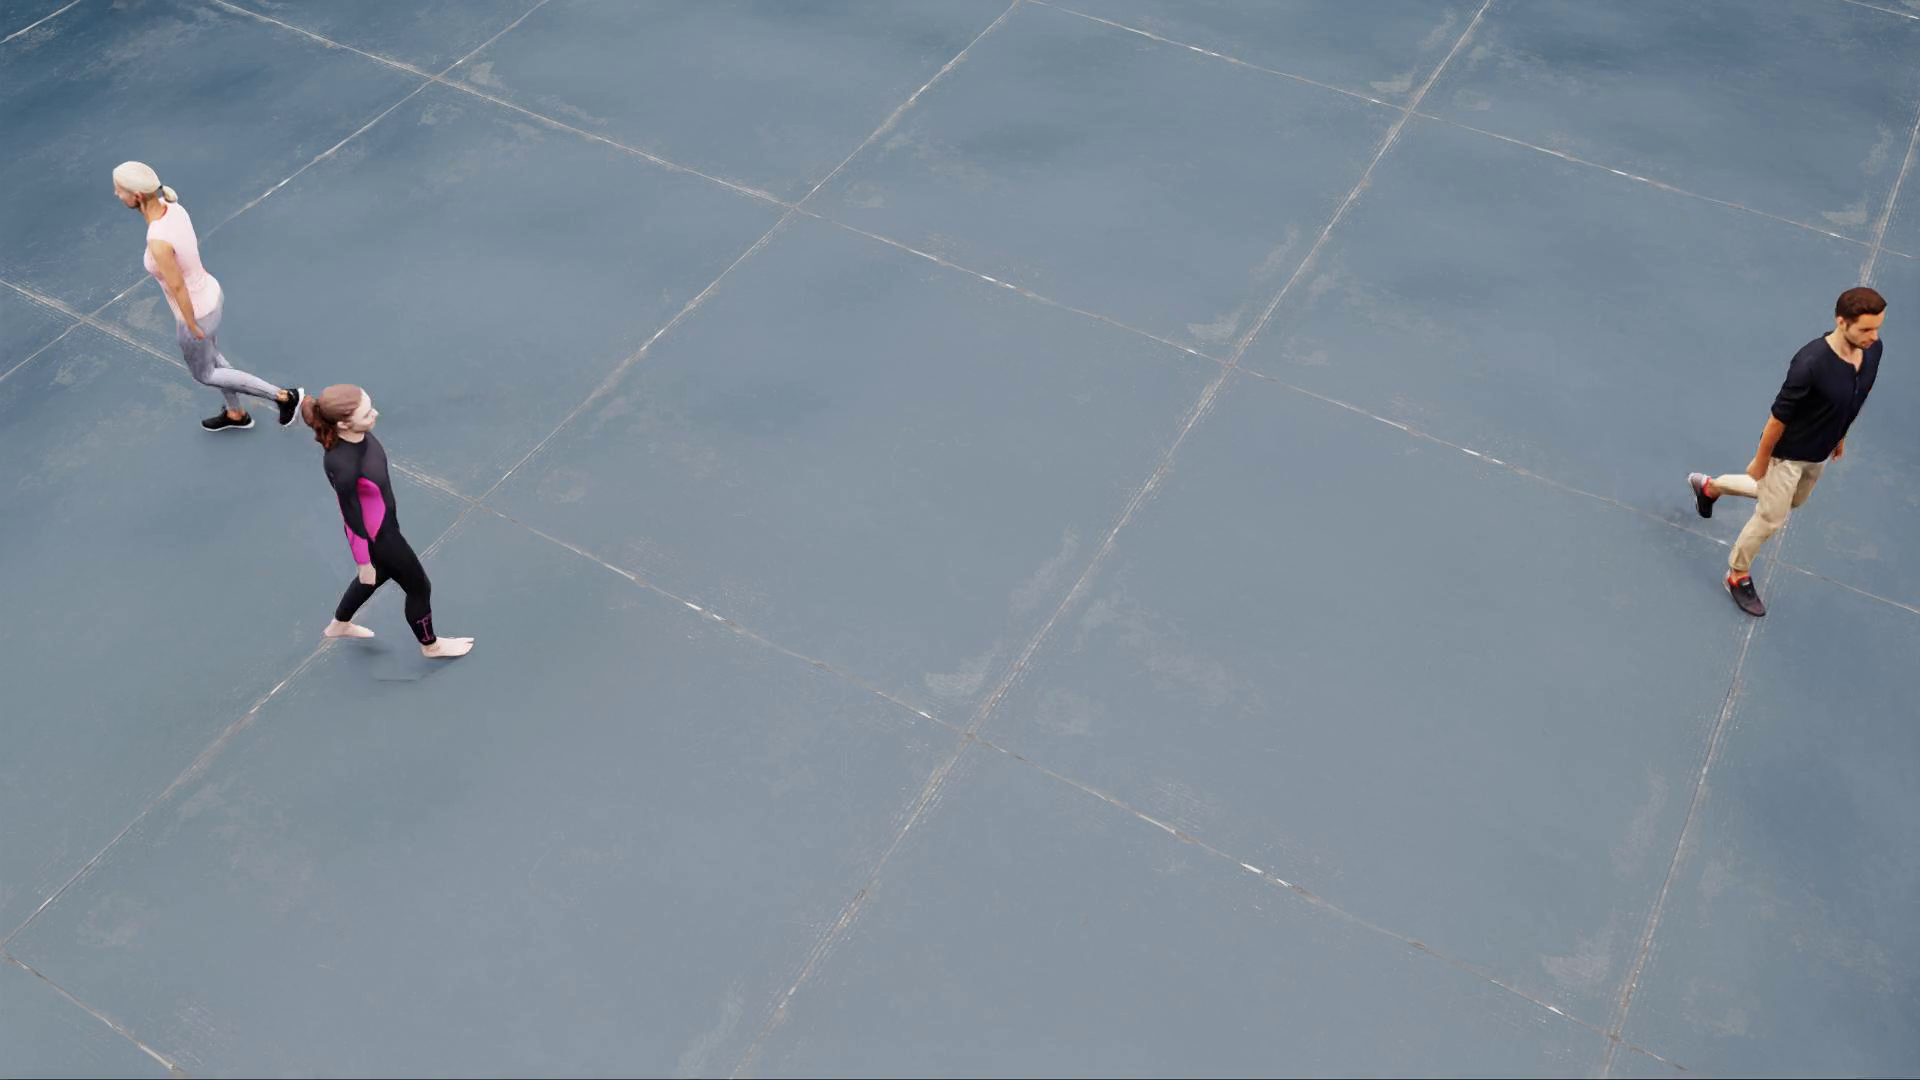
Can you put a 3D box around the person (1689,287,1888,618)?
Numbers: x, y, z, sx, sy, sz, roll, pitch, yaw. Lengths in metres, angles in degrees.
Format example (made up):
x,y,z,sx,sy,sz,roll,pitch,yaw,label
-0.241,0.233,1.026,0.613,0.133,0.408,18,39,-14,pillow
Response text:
x,y,z,sx,sy,sz,roll,pitch,yaw,label
3.853,-0.487,7.768,0.962,1.836,1.094,-20,50,-17,person

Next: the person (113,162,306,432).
x,y,z,sx,sy,sz,roll,pitch,yaw,label
-3.826,-1.204,8.517,0.937,1.709,0.820,-4,47,-4,person

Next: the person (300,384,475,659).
x,y,z,sx,sy,sz,roll,pitch,yaw,label
-2.672,-0.035,7.431,0.985,1.716,0.905,-11,48,-10,person
